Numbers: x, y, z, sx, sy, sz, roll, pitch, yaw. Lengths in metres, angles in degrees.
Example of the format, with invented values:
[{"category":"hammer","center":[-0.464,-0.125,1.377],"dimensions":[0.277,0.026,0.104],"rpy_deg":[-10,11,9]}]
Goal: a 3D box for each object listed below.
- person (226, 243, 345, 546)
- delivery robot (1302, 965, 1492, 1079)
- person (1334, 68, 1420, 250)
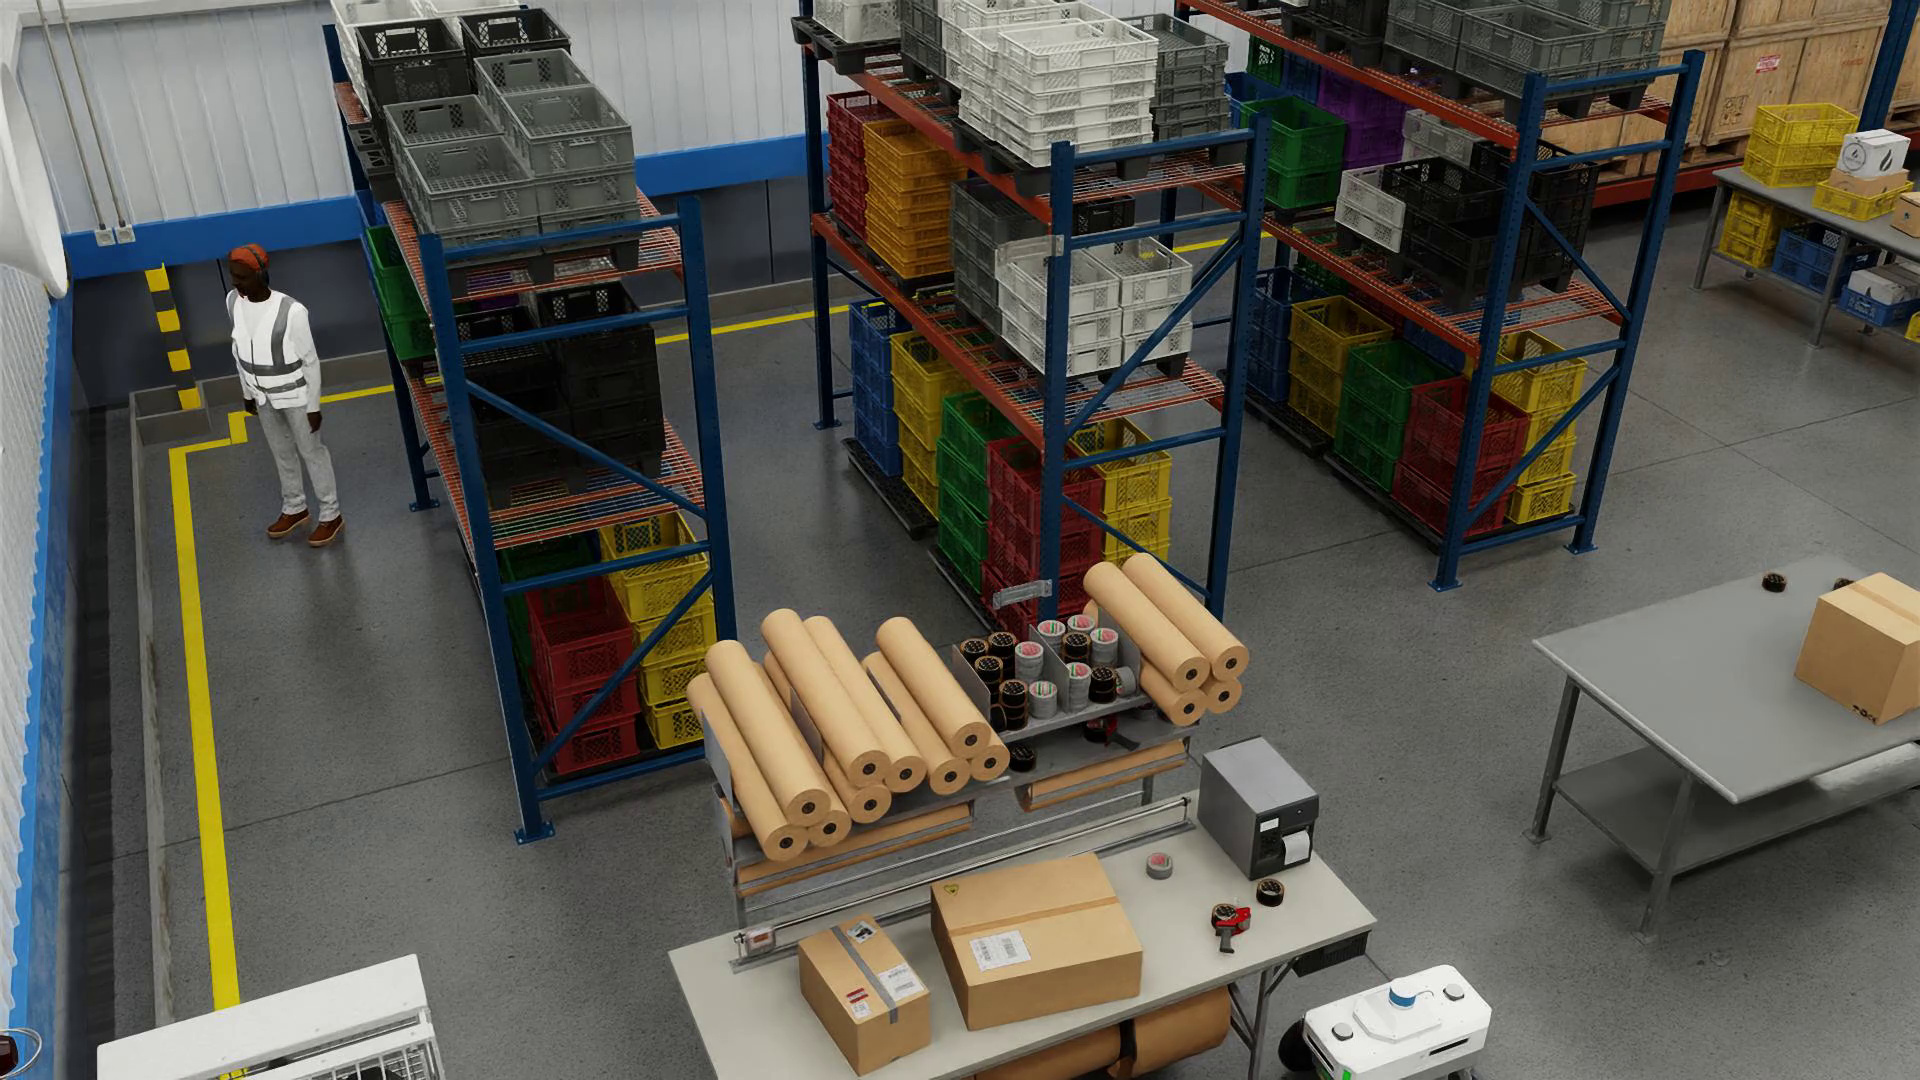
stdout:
[{"category":"person","center":[-3.999,-0.845,9.792],"dimensions":[0.573,1.883,0.356],"rpy_deg":[12,34,18]},{"category":"delivery robot","center":[1.699,1.913,6.483],"dimensions":[0.707,0.478,0.477],"rpy_deg":[-12,34,-19]},{"category":"person","center":[3.407,-3.297,13.731],"dimensions":[0.625,1.933,0.375],"rpy_deg":[18,36,26]}]
